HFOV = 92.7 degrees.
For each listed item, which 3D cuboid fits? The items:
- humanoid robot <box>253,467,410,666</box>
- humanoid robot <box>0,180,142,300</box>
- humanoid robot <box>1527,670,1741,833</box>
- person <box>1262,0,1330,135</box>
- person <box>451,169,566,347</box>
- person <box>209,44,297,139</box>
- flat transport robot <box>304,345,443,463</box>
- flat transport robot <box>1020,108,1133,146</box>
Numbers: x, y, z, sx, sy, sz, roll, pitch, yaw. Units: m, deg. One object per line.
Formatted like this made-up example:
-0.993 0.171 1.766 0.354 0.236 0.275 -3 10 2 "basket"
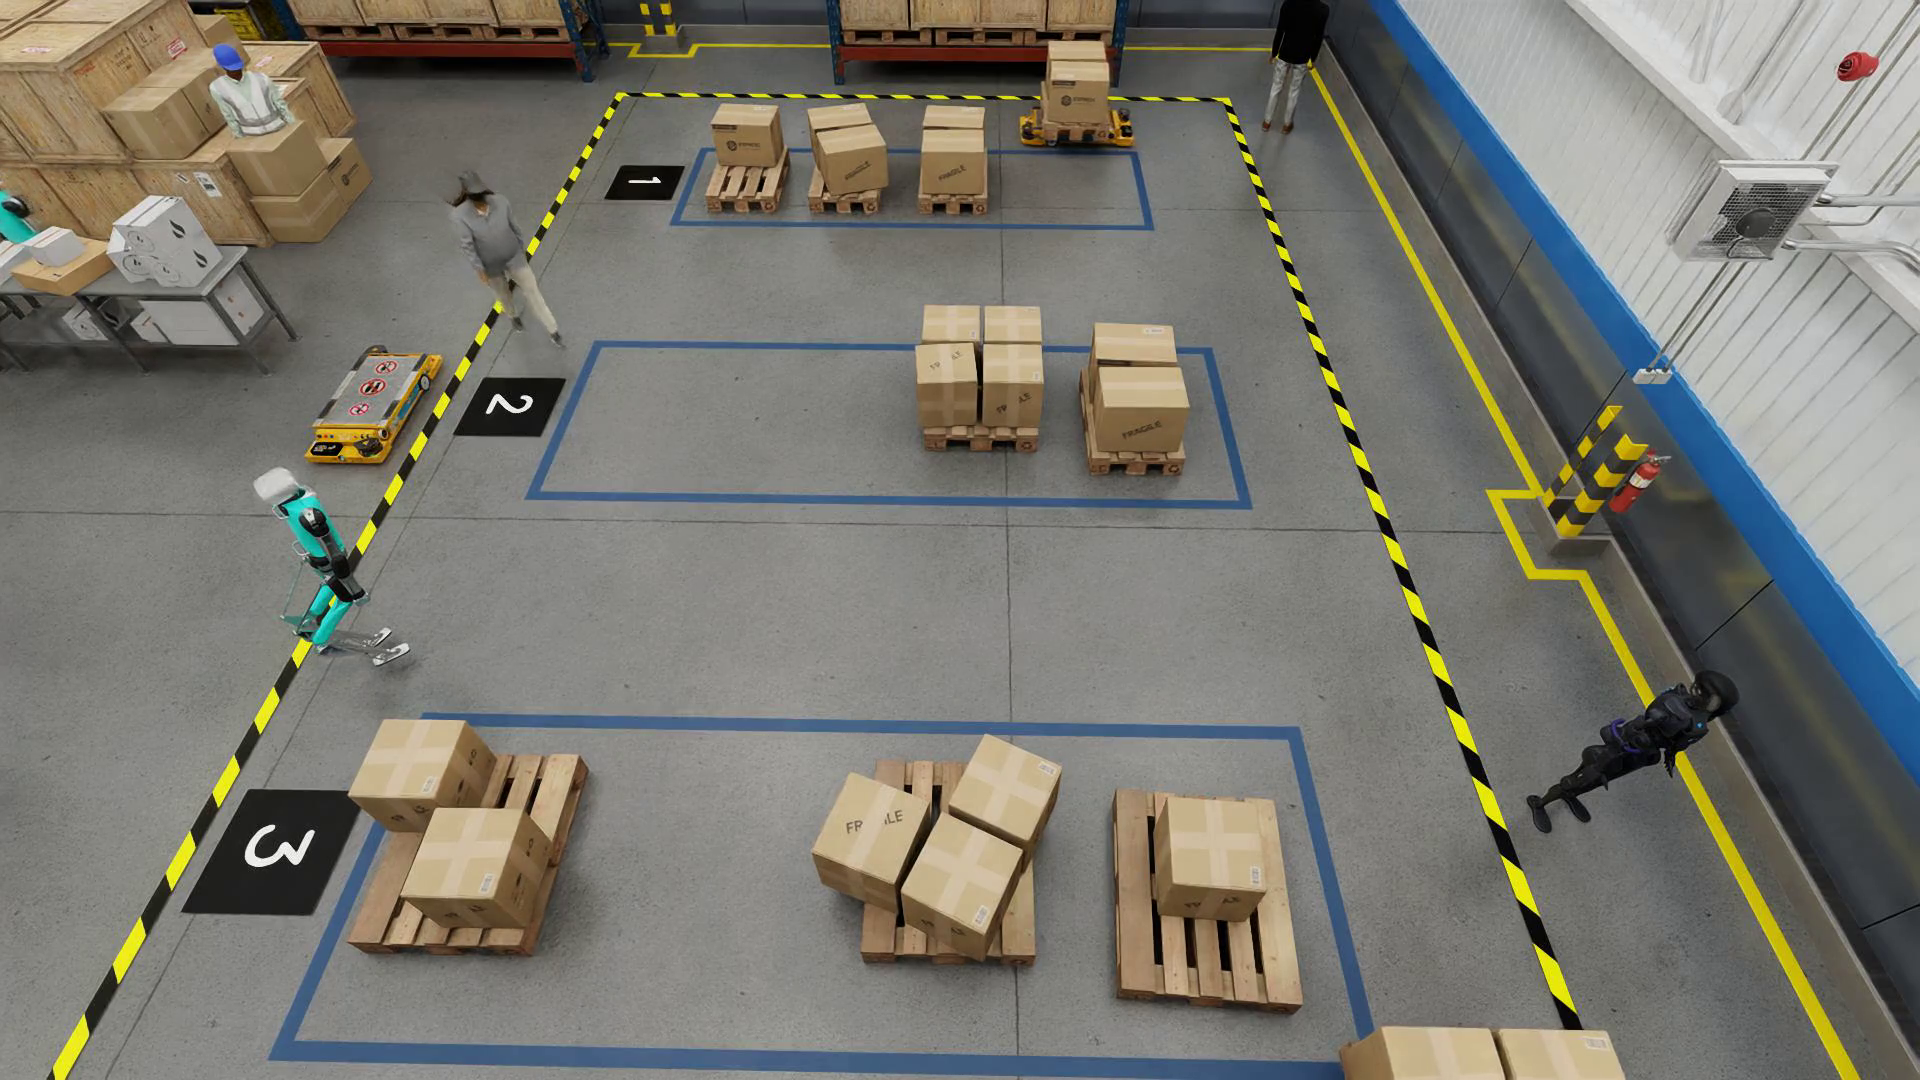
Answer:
-4.299 0.303 6.060 0.533 1.677 0.735 34 58 25 "humanoid robot"
-8.484 -2.772 8.788 0.540 1.852 0.870 6 50 5 "humanoid robot"
3.949 1.250 5.375 0.599 1.659 0.315 -8 50 -7 "humanoid robot"
4.166 -6.043 11.427 0.585 1.879 0.384 17 52 14 "person"
-4.306 -2.630 8.635 0.566 1.729 0.794 -30 56 -23 "person"
-7.522 -4.394 9.999 0.616 1.932 0.417 -32 57 -24 "person"
-5.383 -1.269 8.441 0.659 0.231 1.431 1 50 1 "flat transport robot"
1.504 -5.378 11.899 1.431 0.197 0.652 1 50 1 "flat transport robot"
